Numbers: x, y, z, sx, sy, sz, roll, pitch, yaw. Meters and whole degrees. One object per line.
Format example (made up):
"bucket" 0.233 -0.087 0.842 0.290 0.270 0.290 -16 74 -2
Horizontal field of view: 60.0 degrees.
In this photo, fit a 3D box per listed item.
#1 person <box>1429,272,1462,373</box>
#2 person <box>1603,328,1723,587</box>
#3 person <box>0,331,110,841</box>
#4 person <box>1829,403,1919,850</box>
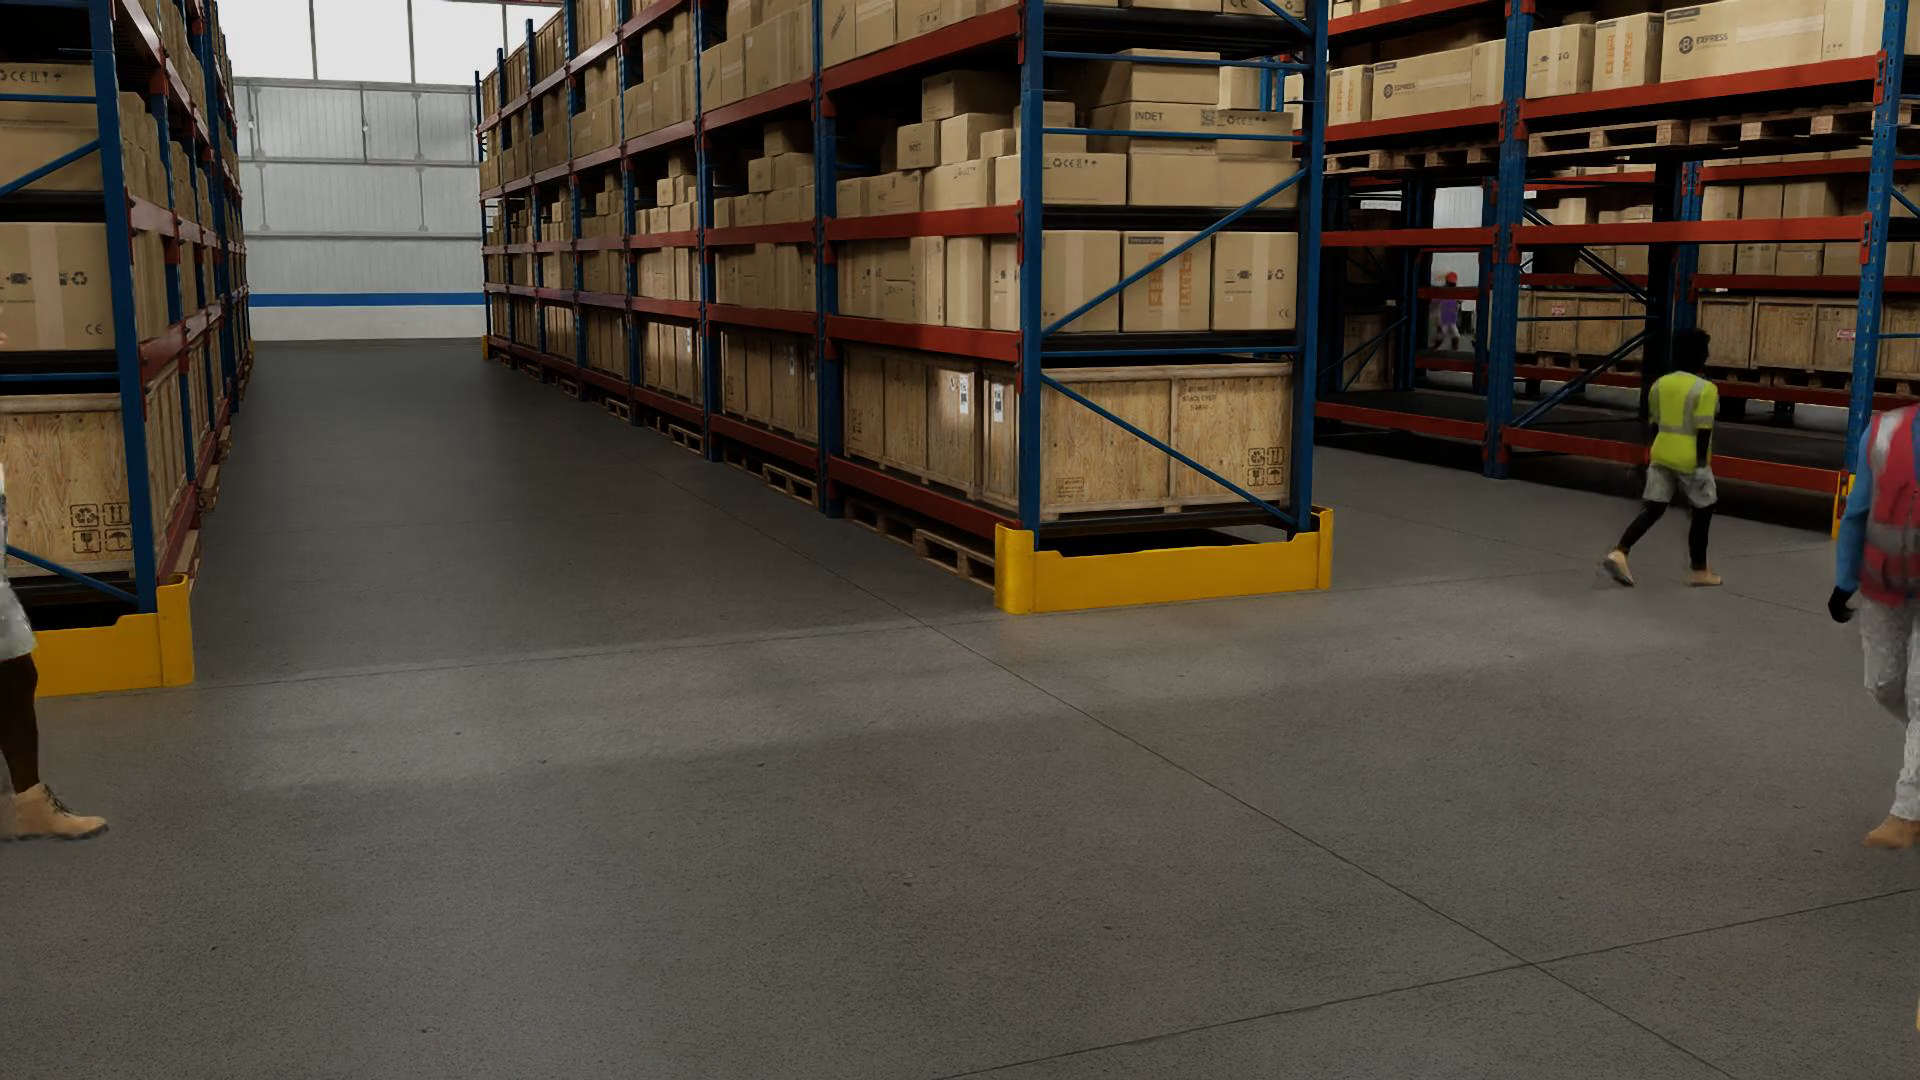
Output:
"person" 9.233 -4.102 31.424 0.574 1.881 0.999 -4 10 -21
"person" 4.503 -0.505 10.523 0.787 1.671 0.536 -3 10 -20
"person" -3.554 0.120 5.756 0.876 2.020 0.617 -2 10 -11
"person" 3.558 0.170 6.039 0.798 1.821 0.618 -7 11 -34
